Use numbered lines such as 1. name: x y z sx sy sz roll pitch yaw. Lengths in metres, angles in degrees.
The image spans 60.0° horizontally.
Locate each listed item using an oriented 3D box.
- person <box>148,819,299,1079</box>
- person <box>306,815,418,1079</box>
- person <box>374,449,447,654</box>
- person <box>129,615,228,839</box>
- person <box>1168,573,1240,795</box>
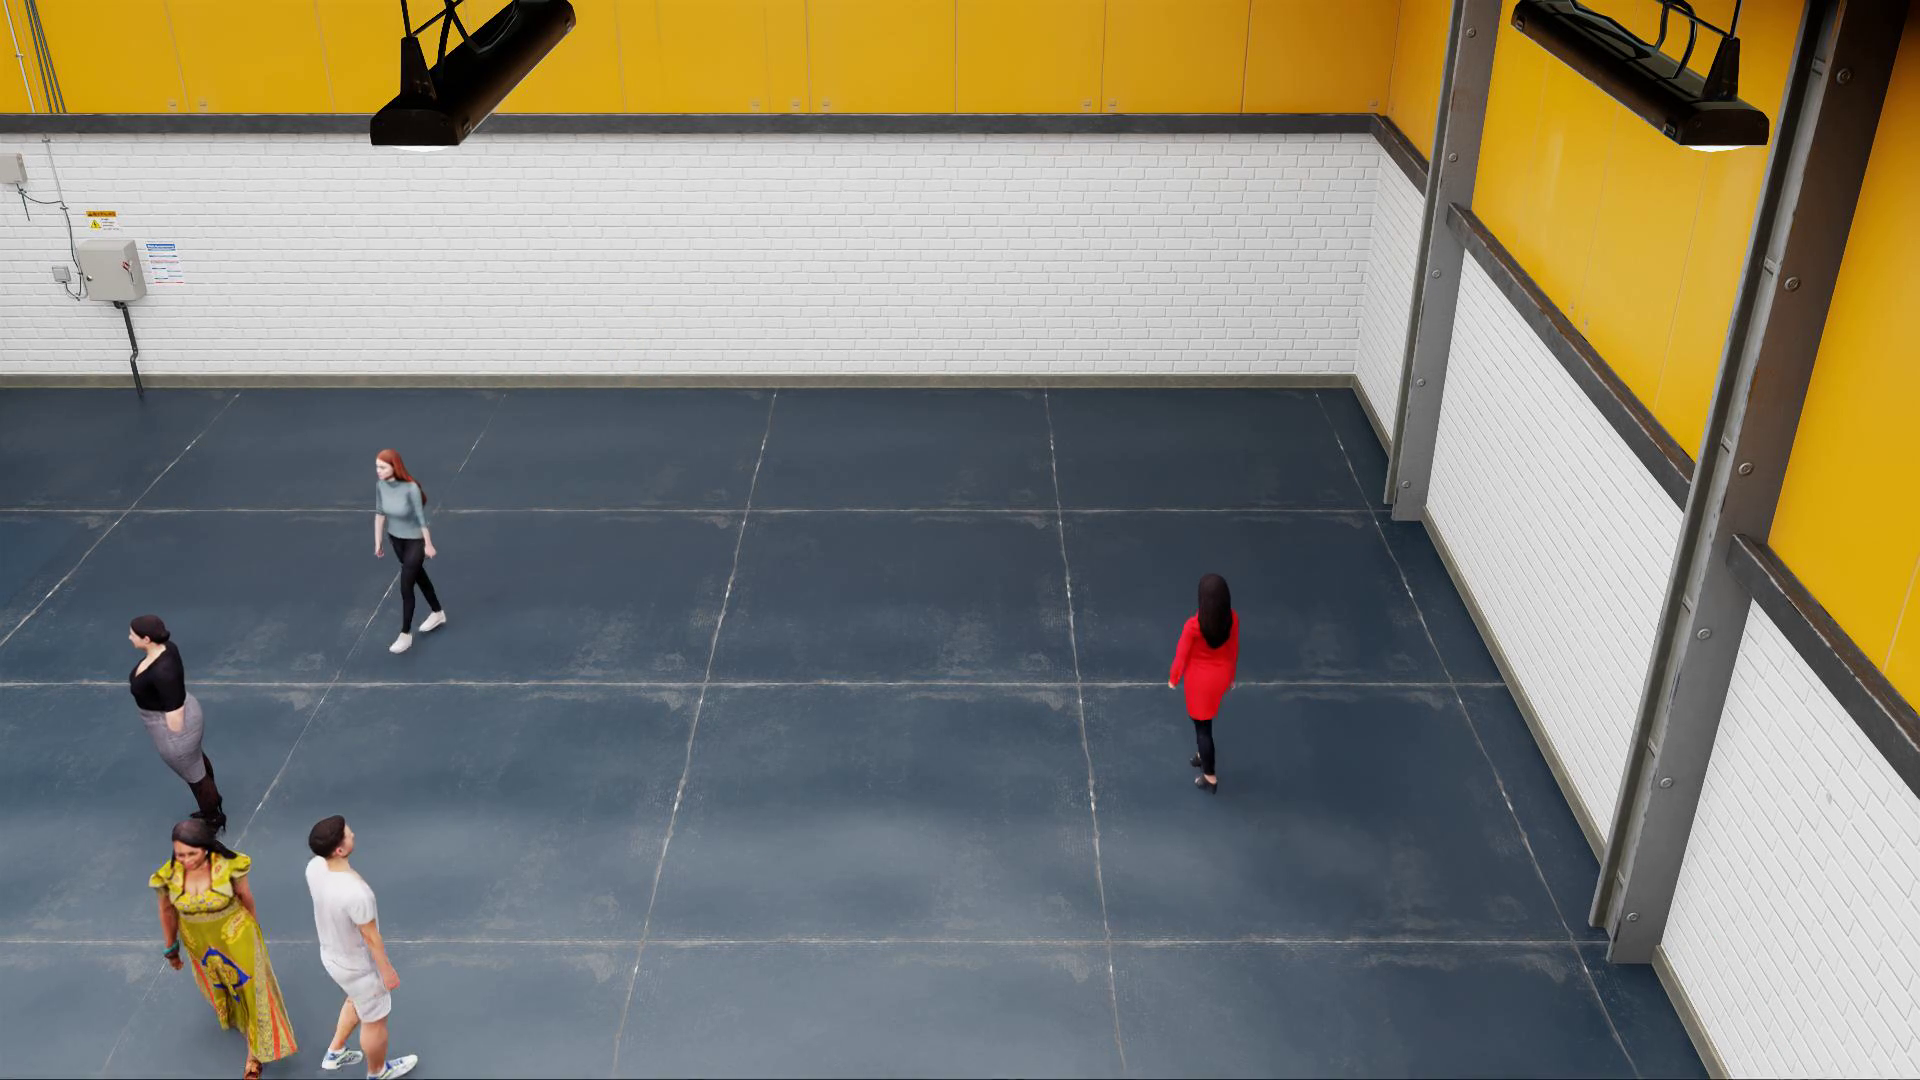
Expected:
1. person: -4.305 2.244 9.666 0.986 1.614 1.266 -8 30 -14
2. person: -3.443 2.353 9.224 0.924 1.846 0.863 -25 37 -38
3. person: -4.461 0.010 13.654 0.858 1.718 1.019 14 32 24
4. person: -5.310 1.263 11.315 0.829 1.758 0.710 -13 31 -22
5. person: 1.787 1.057 11.717 0.742 1.734 0.787 -17 33 -28
